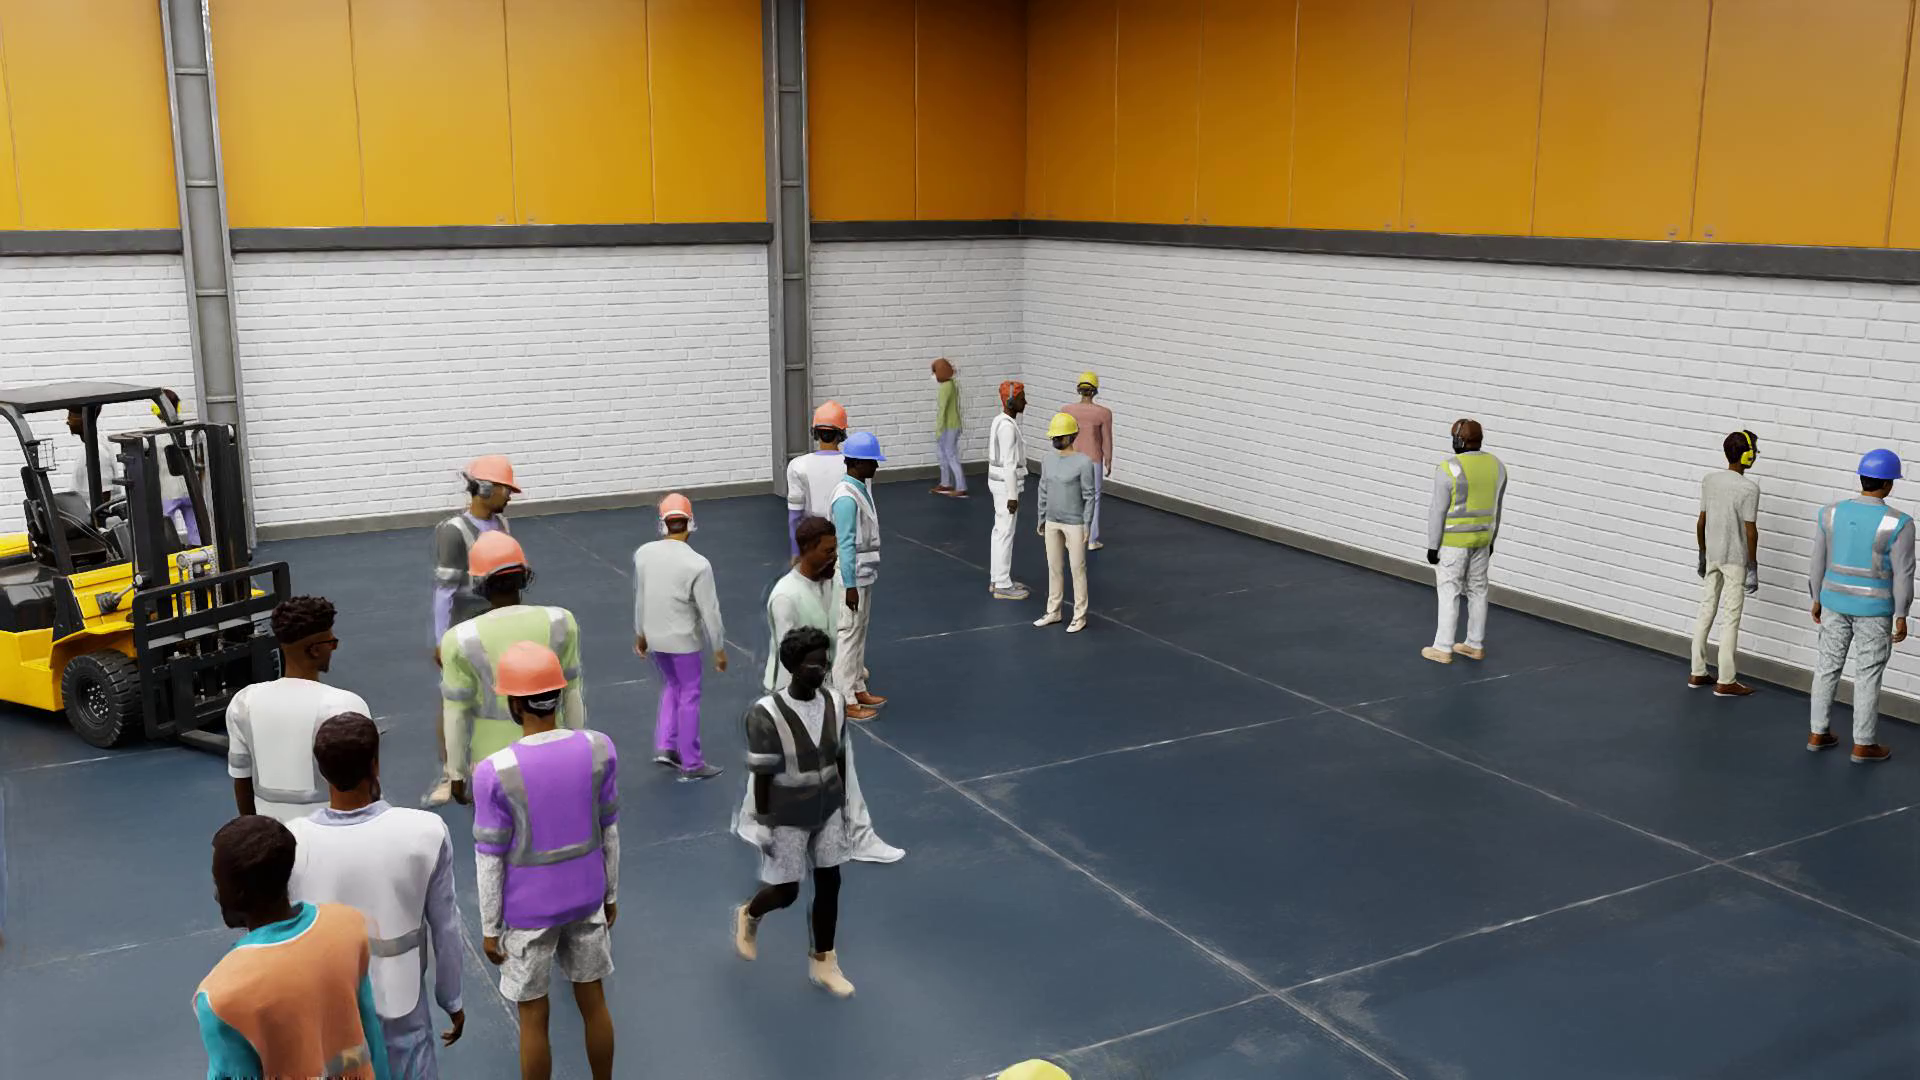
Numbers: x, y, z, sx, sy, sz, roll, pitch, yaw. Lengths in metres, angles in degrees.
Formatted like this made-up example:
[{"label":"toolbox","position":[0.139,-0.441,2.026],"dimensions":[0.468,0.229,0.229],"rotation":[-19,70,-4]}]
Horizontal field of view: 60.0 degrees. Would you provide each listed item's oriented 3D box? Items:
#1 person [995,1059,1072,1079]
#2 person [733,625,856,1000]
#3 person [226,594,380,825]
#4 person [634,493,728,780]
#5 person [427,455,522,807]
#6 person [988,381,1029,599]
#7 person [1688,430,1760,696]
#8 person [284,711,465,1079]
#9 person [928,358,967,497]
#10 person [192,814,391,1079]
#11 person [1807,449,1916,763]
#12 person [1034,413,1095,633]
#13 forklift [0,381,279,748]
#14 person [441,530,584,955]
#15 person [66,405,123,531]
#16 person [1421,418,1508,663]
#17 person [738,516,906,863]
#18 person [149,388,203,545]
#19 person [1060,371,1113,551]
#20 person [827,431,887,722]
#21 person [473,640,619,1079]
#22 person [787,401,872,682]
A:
[{"label":"person","position":[0.138,1.938,3.571],"dimensions":[0.528,1.751,0.433],"rotation":[7,14,31]},{"label":"person","position":[-0.732,1.170,7.312],"dimensions":[0.540,1.679,0.568],"rotation":[-11,16,-41]},{"label":"person","position":[-2.567,1.178,6.617],"dimensions":[0.612,1.962,0.364],"rotation":[2,12,11]},{"label":"person","position":[-1.670,0.587,9.953],"dimensions":[0.626,1.727,0.358],"rotation":[9,15,35]},{"label":"person","position":[-2.823,0.528,9.647],"dimensions":[0.433,2.007,0.799],"rotation":[5,13,21]},{"label":"person","position":[0.415,-0.437,14.377],"dimensions":[0.337,1.882,0.584],"rotation":[-1,12,-5]},{"label":"person","position":[5.375,0.157,11.630],"dimensions":[0.327,1.872,0.516],"rotation":[-5,13,-23]},{"label":"person","position":[-1.881,1.486,5.289],"dimensions":[0.592,1.916,0.375],"rotation":[-4,13,-19]},{"label":"person","position":[-0.166,-1.265,18.887],"dimensions":[0.534,1.603,0.535],"rotation":[1,12,6]},{"label":"person","position":[-1.723,1.663,4.566],"dimensions":[0.918,1.884,0.601],"rotation":[3,13,16]},{"label":"person","position":[5.583,0.399,10.310],"dimensions":[0.405,1.946,0.612],"rotation":[-8,14,-33]},{"label":"person","position":[0.825,-0.138,13.263],"dimensions":[0.533,1.765,0.326],"rotation":[10,16,40]},{"label":"forklift","position":[-5.853,0.085,11.199],"dimensions":[2.313,2.155,1.214],"rotation":[7,14,28]},{"label":"person","position":[-1.989,0.961,7.491],"dimensions":[0.631,2.024,0.521],"rotation":[-7,14,-29]},{"label":"person","position":[-6.676,-0.162,12.894],"dimensions":[0.367,1.967,0.600],"rotation":[-6,14,-27]},{"label":"person","position":[3.749,0.007,12.420],"dimensions":[0.626,1.836,0.430],"rotation":[-5,13,-22]},{"label":"person","position":[-0.800,0.796,8.728],"dimensions":[1.020,1.836,0.598],"rotation":[7,14,29]},{"label":"person","position":[-6.658,-0.360,14.098],"dimensions":[0.523,1.856,0.386],"rotation":[-9,15,-37]},{"label":"person","position":[1.231,-0.768,16.243],"dimensions":[0.531,1.755,0.343],"rotation":[3,12,15]},{"label":"person","position":[-0.688,0.238,11.092],"dimensions":[0.415,1.939,0.605],"rotation":[1,12,6]},{"label":"person","position":[-1.510,1.310,6.088],"dimensions":[0.546,1.929,0.388],"rotation":[-9,15,-36]},{"label":"person","position":[-0.906,0.038,11.773],"dimensions":[0.605,2.045,0.378],"rotation":[1,12,3]}]
